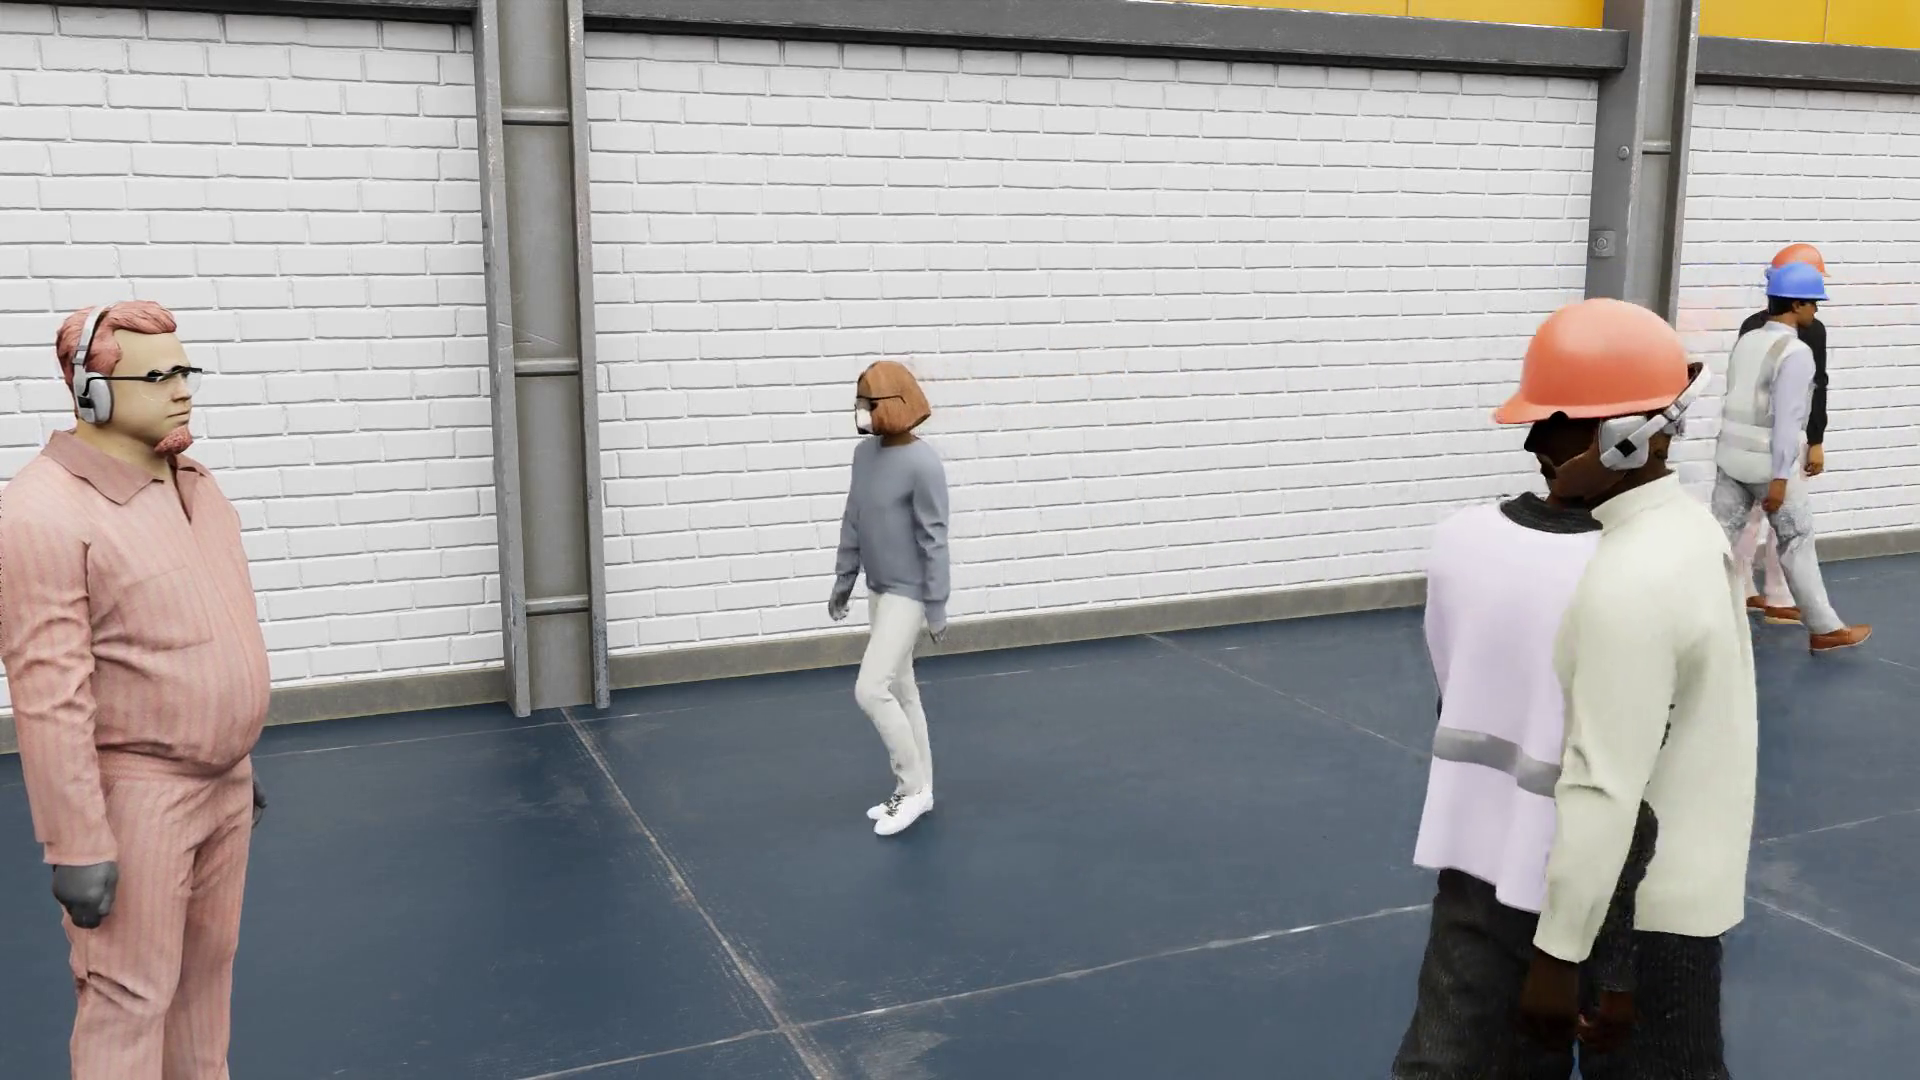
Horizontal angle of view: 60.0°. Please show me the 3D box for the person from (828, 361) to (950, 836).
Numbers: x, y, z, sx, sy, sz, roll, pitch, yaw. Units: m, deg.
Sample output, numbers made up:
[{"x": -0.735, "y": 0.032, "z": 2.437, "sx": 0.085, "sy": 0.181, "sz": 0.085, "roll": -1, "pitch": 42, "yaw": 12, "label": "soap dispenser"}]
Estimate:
[{"x": -0.243, "y": 0.203, "z": 5.666, "sx": 0.449, "sy": 1.620, "sz": 0.510, "roll": -5, "pitch": 12, "yaw": -27, "label": "person"}]

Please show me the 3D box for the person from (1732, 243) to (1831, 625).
[{"x": 4.338, "y": -0.556, "z": 8.790, "sx": 0.376, "sy": 1.995, "sz": 0.609, "roll": -3, "pitch": 11, "yaw": -14, "label": "person"}]

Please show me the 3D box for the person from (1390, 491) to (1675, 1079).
[{"x": 0.985, "y": 0.588, "z": 2.893, "sx": 0.995, "sy": 1.876, "sz": 0.595, "roll": -7, "pitch": 12, "yaw": -33, "label": "person"}]

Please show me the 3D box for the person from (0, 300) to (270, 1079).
[{"x": -1.555, "y": 0.492, "z": 3.259, "sx": 0.409, "sy": 1.907, "sz": 0.651, "roll": 1, "pitch": 10, "yaw": 3, "label": "person"}]

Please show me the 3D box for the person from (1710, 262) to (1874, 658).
[{"x": 3.968, "y": -0.373, "z": 8.014, "sx": 0.951, "sy": 1.898, "sz": 0.627, "roll": -1, "pitch": 10, "yaw": -5, "label": "person"}]

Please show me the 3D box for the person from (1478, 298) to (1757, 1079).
[{"x": 1.120, "y": 0.565, "z": 2.819, "sx": 1.037, "sy": 1.928, "sz": 0.638, "roll": 5, "pitch": 12, "yaw": 27, "label": "person"}]
